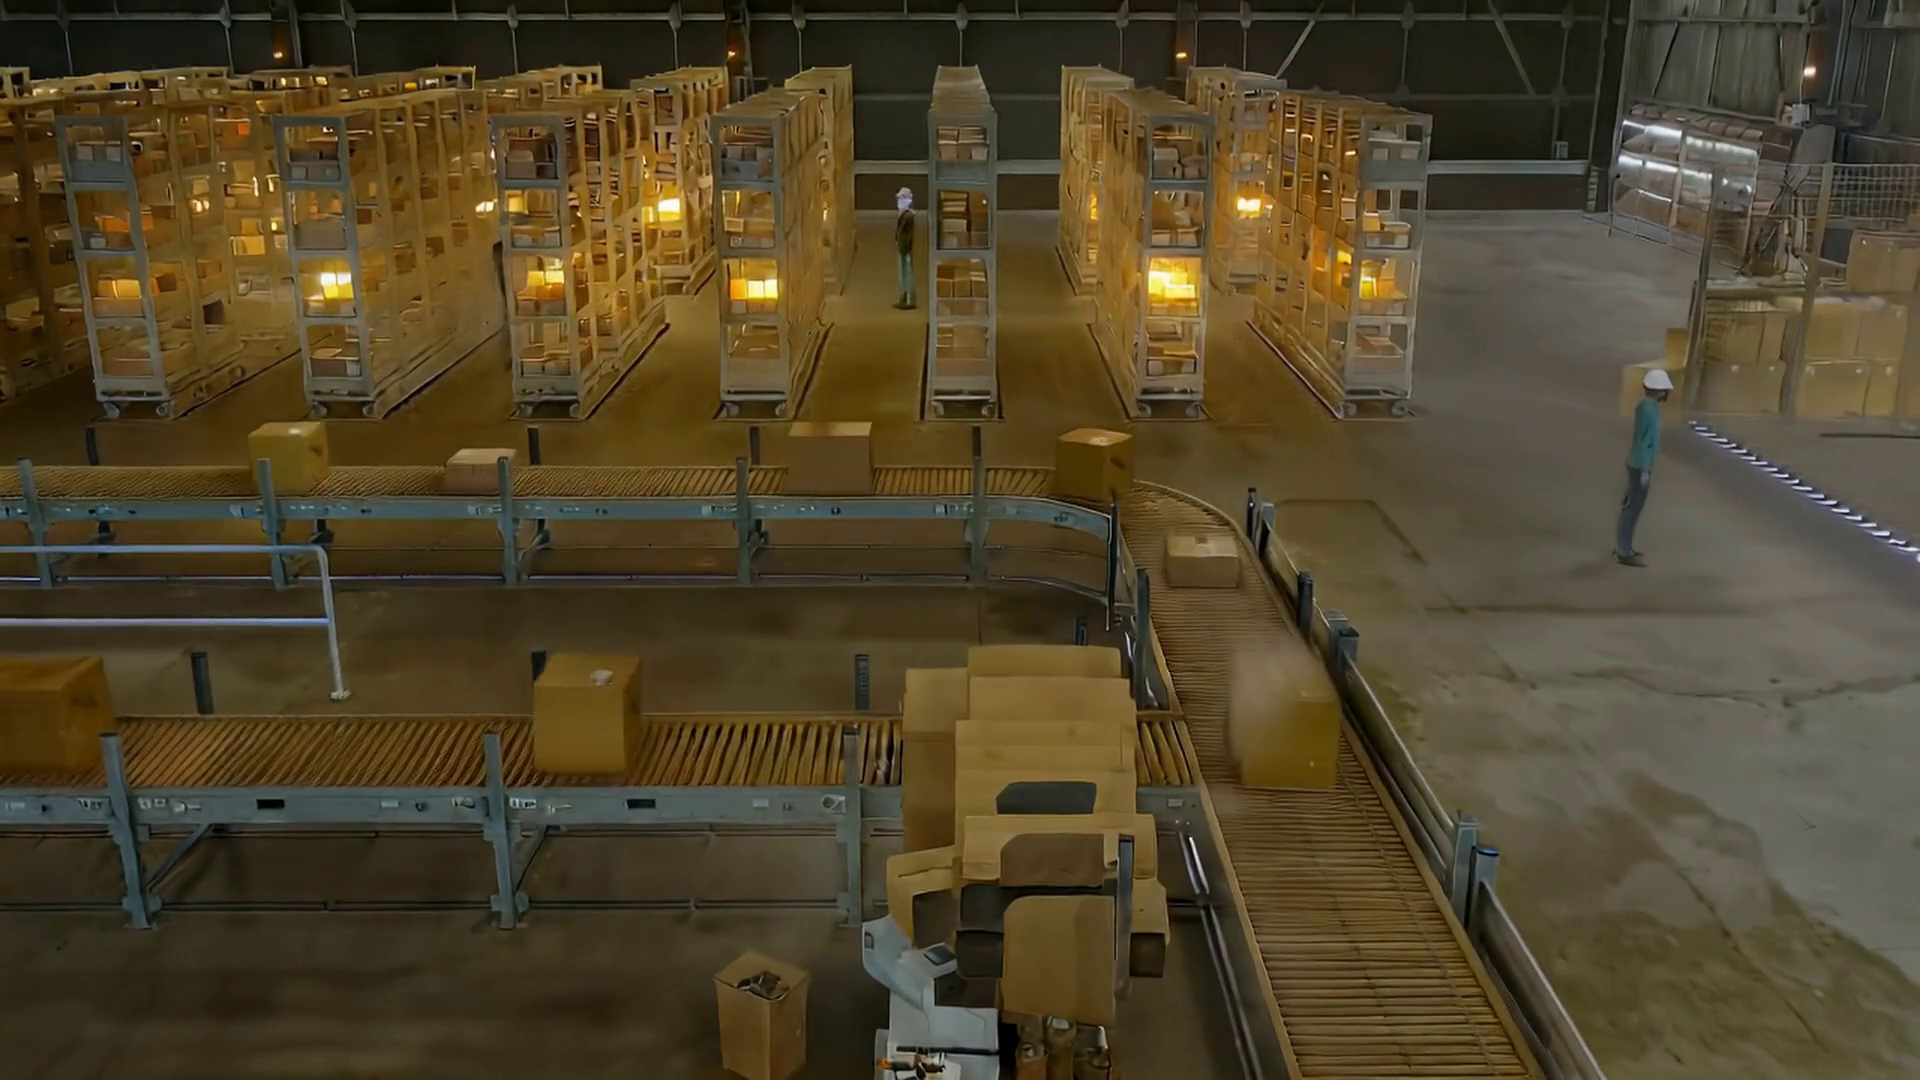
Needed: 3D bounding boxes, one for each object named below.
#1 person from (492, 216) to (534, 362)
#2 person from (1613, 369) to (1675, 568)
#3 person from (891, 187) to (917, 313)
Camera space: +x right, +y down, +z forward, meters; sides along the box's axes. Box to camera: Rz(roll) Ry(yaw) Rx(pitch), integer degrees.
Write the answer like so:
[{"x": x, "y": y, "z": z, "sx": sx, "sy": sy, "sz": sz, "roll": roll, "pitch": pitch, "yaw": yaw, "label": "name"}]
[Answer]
[{"x": -6.203, "y": -3.506, "z": 23.221, "sx": 0.621, "sy": 1.999, "sz": 1.025, "roll": 0, "pitch": 18, "yaw": -1, "label": "person"}, {"x": 6.085, "y": -0.648, "z": 14.776, "sx": 0.326, "sy": 1.767, "sz": 0.533, "roll": 5, "pitch": 19, "yaw": 16, "label": "person"}, {"x": -0.892, "y": -4.688, "z": 26.848, "sx": 0.372, "sy": 1.997, "sz": 0.620, "roll": -7, "pitch": 19, "yaw": -21, "label": "person"}]
